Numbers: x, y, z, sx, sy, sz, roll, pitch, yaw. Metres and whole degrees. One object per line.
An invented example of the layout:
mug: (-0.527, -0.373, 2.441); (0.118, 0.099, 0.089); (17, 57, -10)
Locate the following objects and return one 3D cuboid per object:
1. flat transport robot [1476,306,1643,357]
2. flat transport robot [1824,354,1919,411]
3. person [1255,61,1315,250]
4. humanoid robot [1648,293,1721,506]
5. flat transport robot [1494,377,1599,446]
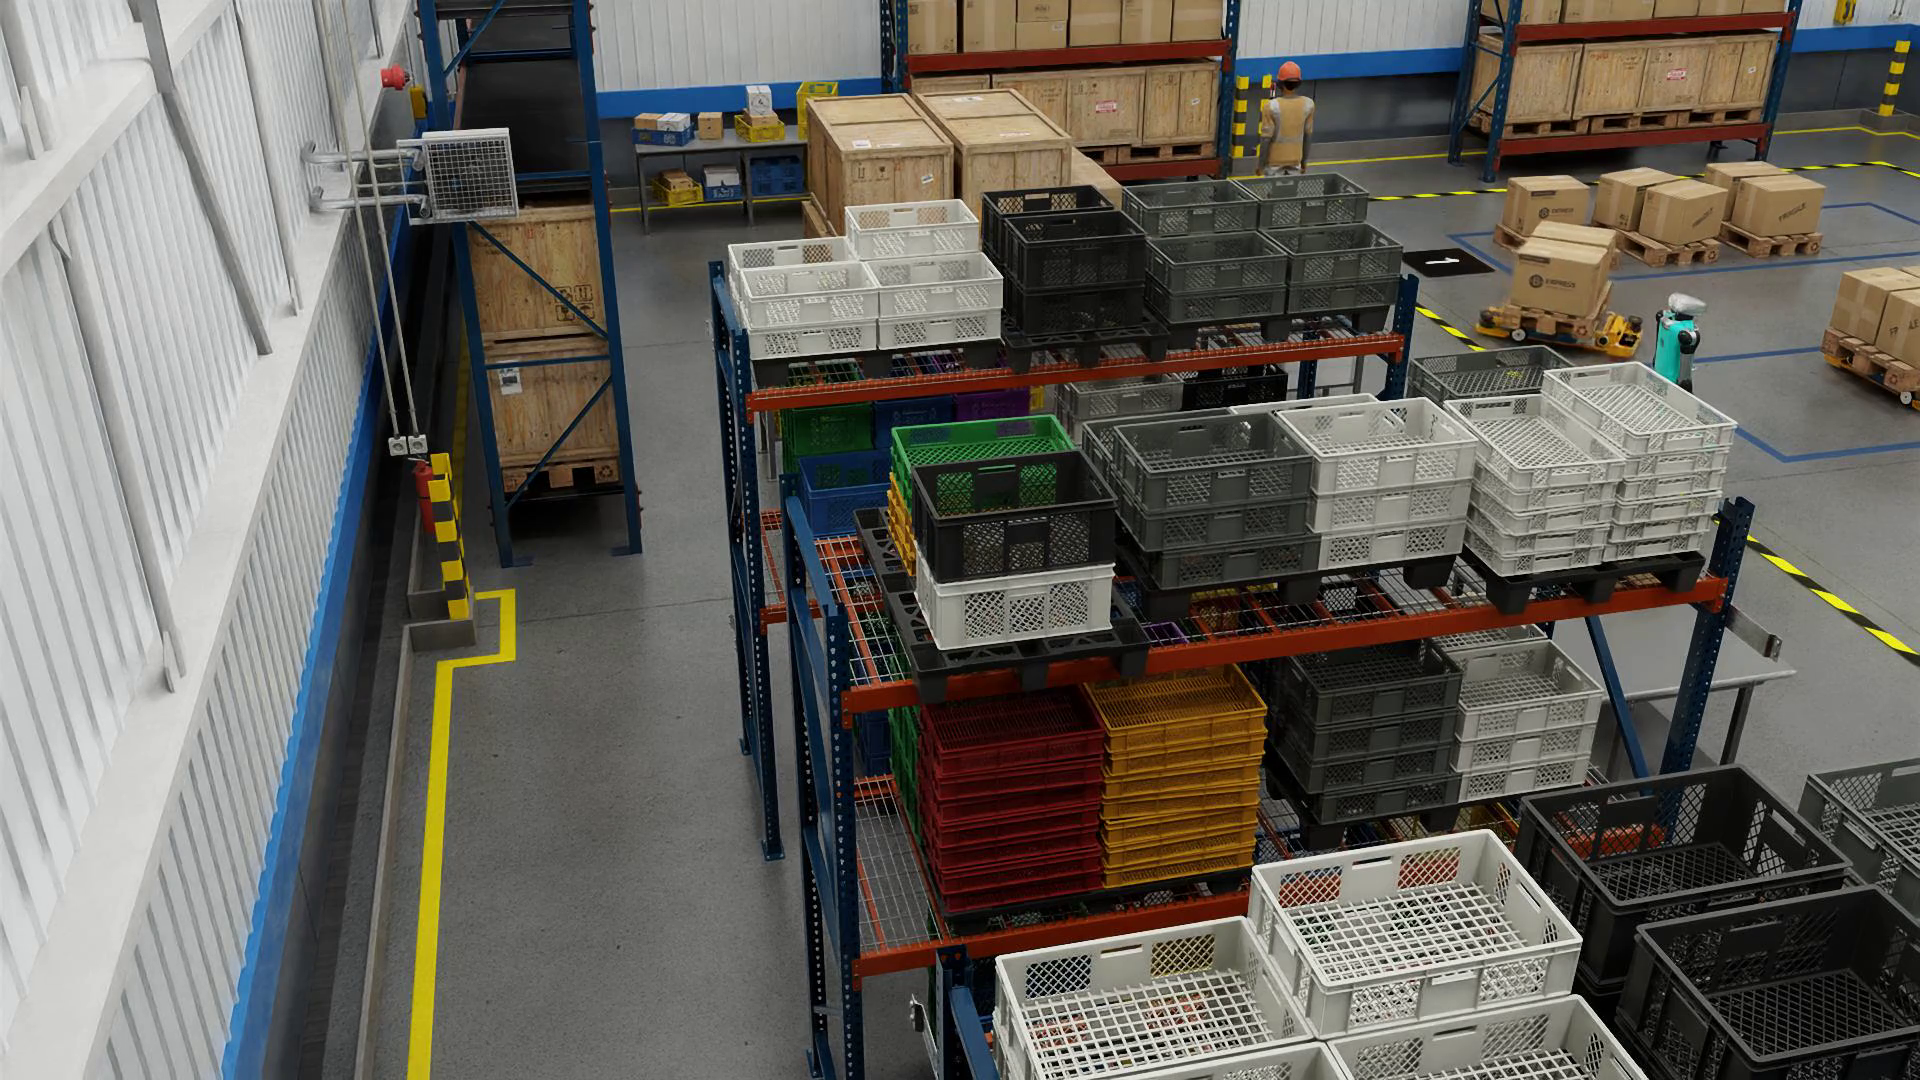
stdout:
flat transport robot: (5.742, -2.061, 15.927); (1.431, 0.197, 0.652); (13, 31, 24)
flat transport robot: (8.473, -1.467, 14.800); (0.652, 0.197, 1.431); (-6, 28, -12)
person: (3.478, -4.120, 17.963); (0.607, 2.044, 0.392); (-8, 29, -14)
humanoid robot: (5.404, -1.007, 12.235); (0.735, 1.681, 0.533); (-1, 28, -2)
flat transport robot: (4.780, -1.036, 14.013); (0.659, 0.231, 1.431); (-6, 28, -12)
